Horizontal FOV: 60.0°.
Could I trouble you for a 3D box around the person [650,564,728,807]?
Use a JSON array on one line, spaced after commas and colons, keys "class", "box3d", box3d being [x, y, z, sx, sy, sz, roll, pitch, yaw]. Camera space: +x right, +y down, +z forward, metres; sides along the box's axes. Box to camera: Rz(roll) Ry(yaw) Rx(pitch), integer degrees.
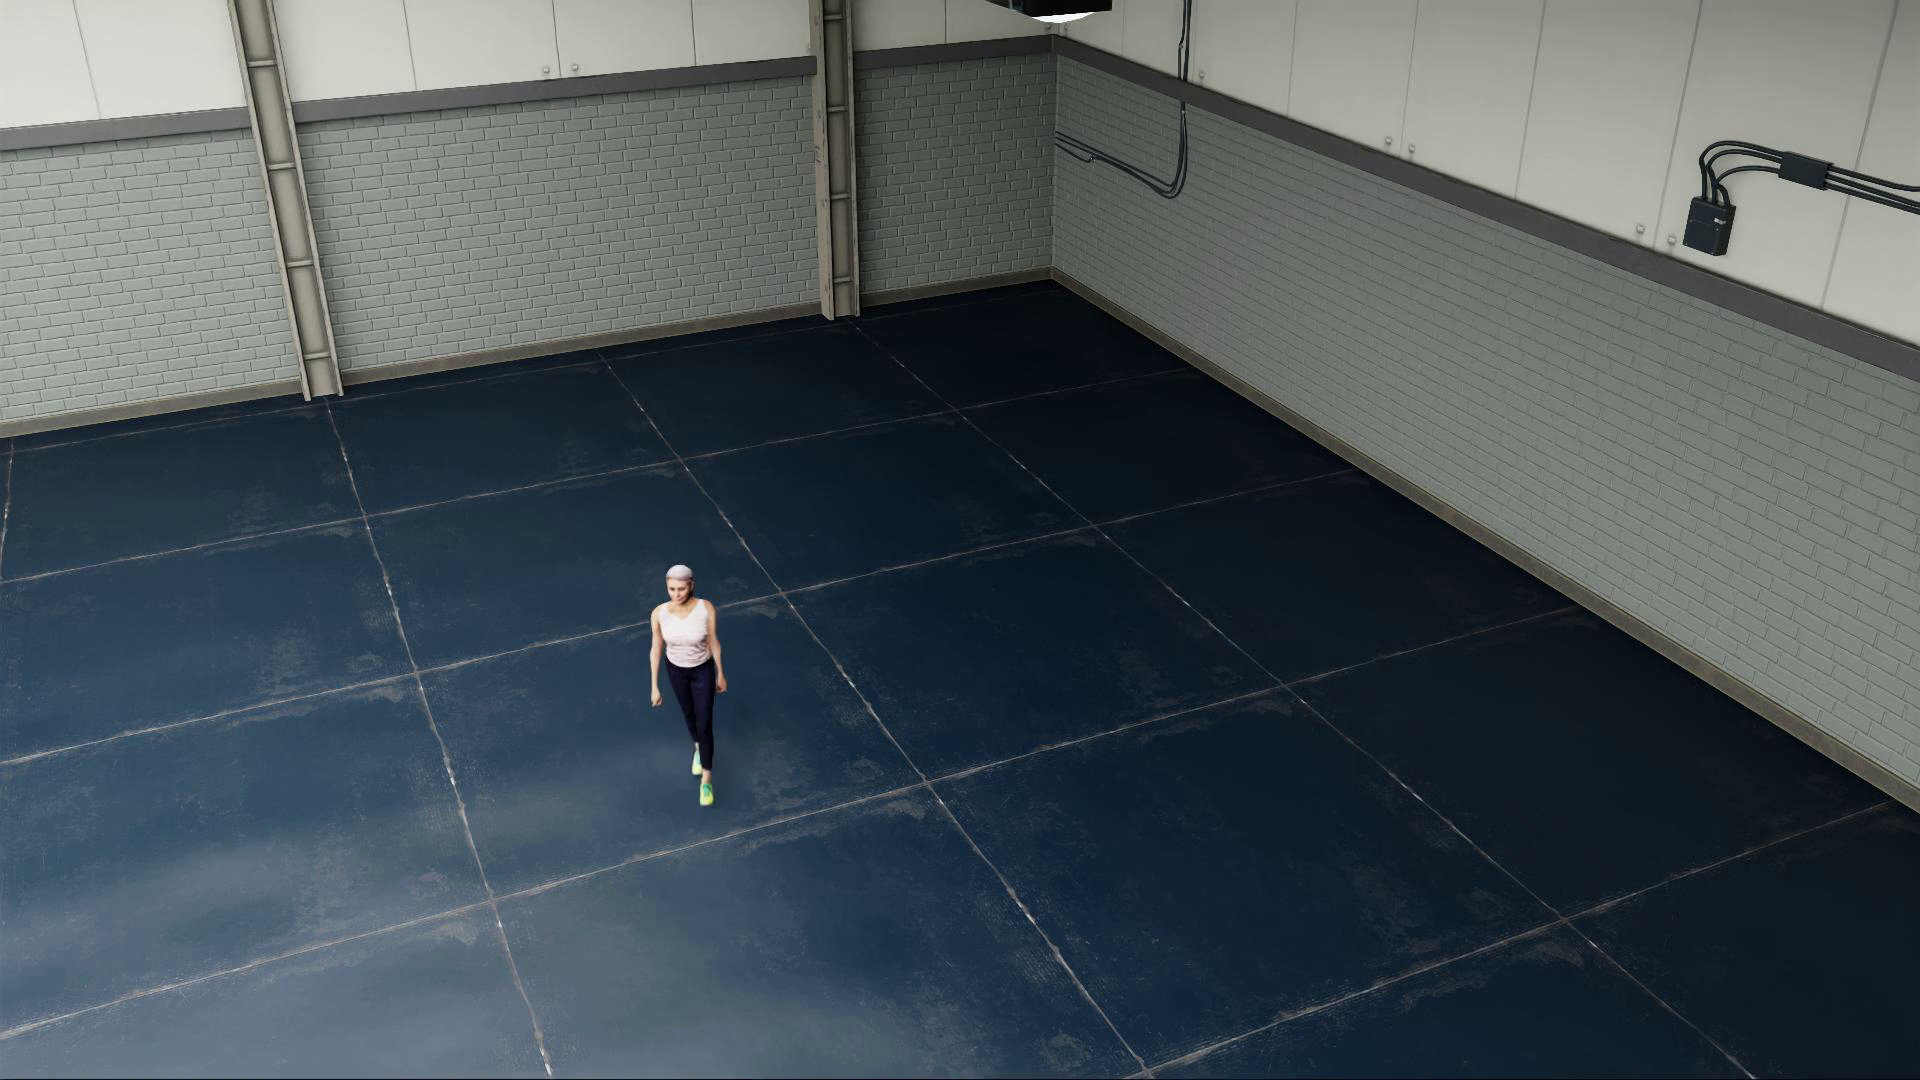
[{"class": "person", "box3d": [-1.830, 0.878, 11.360, 1.014, 1.678, 0.948, 0, 27, -1]}]
